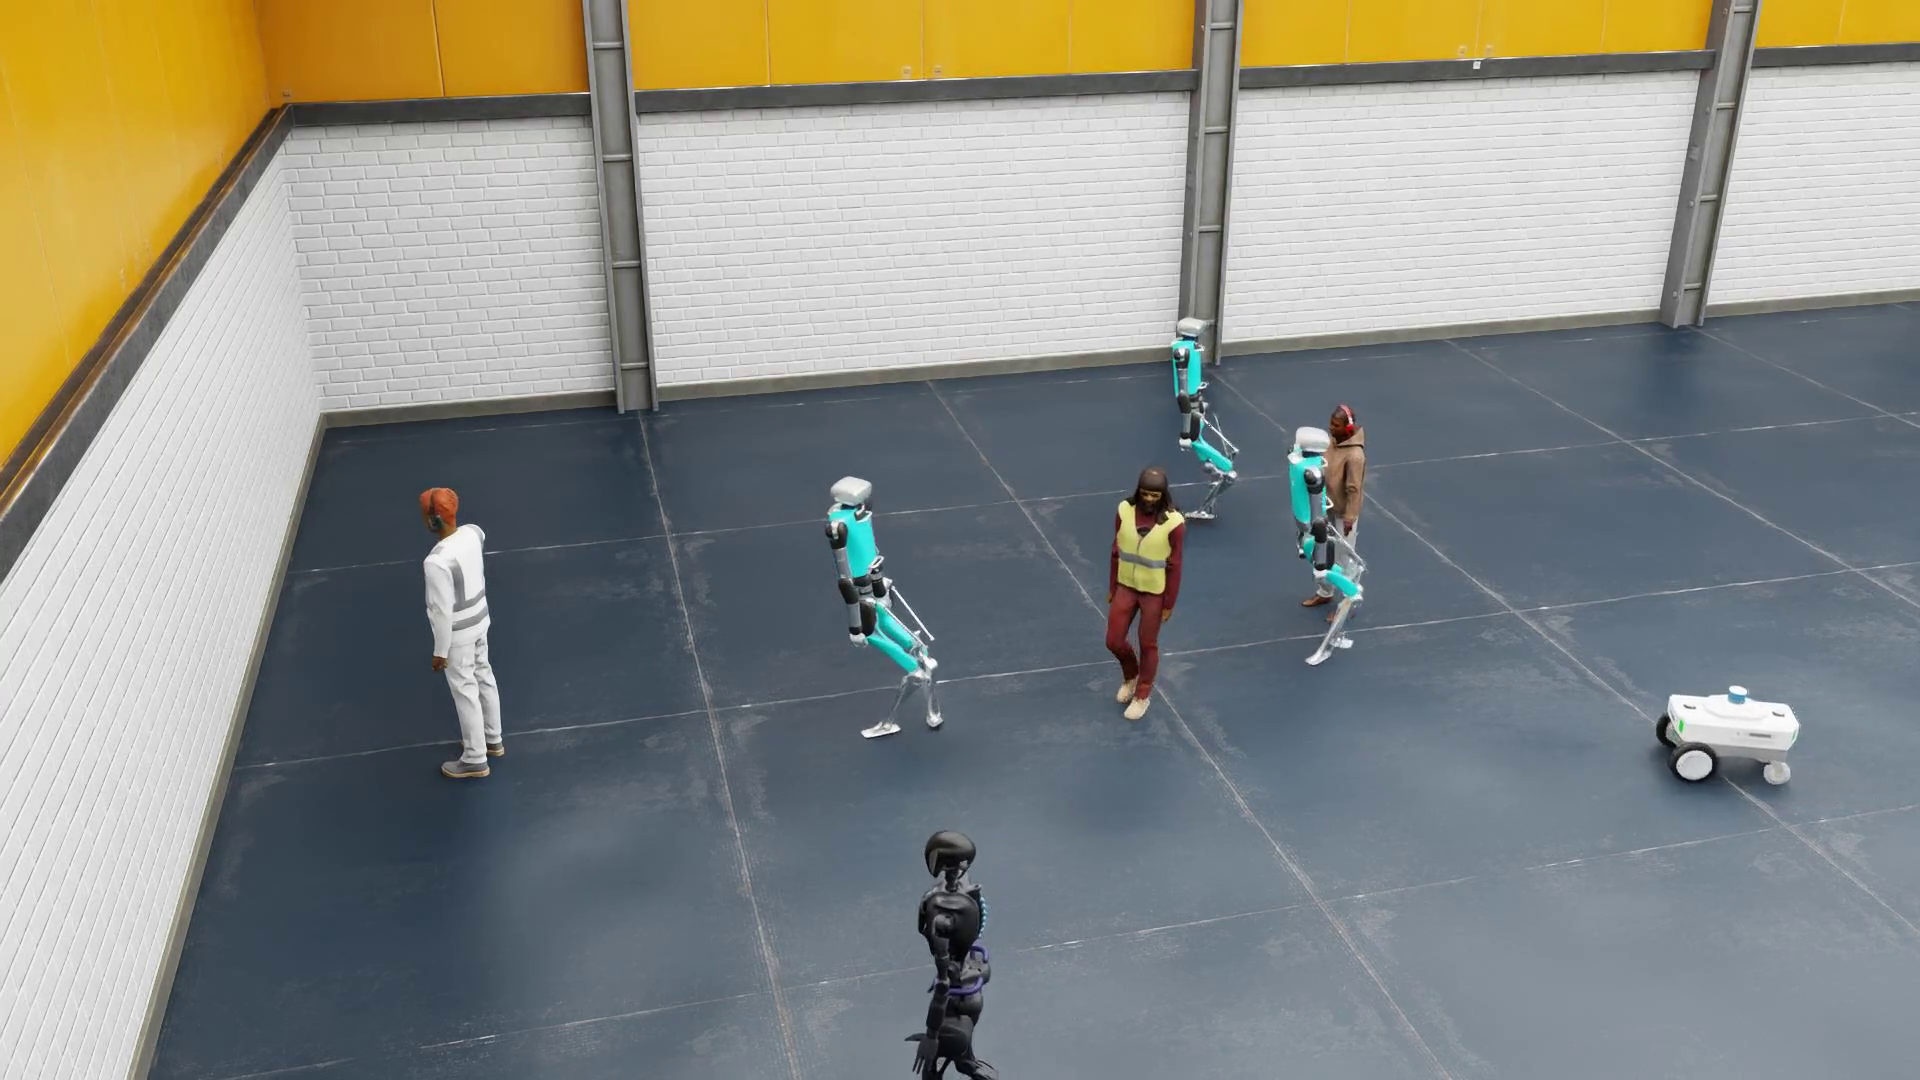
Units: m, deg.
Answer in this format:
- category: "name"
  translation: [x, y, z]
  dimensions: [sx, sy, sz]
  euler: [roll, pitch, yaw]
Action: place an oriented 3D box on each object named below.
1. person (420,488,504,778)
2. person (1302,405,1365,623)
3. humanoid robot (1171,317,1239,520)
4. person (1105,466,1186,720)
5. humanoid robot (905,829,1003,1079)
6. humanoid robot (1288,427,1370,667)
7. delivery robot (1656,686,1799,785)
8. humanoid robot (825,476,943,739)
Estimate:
- category: "person"
  translation: [-3.041, 0.555, 10.098]
  dimensions: [0.356, 1.884, 0.574]
  euler: [4, 24, 9]
- category: "person"
  translation: [2.762, -0.204, 12.118]
  dimensions: [0.309, 1.644, 0.456]
  euler: [-9, 25, -20]
- category: "humanoid robot"
  translation: [2.067, -0.869, 13.651]
  dimensions: [0.736, 1.902, 0.543]
  euler: [7, 25, 15]
- category: "person"
  translation: [1.182, 0.343, 10.732]
  dimensions: [0.482, 1.756, 0.439]
  euler: [12, 26, 25]
- category: "humanoid robot"
  translation: [0.039, 1.983, 7.139]
  dimensions: [0.660, 1.639, 0.597]
  euler: [4, 24, 9]
- category: "humanoid robot"
  translation: [2.605, 0.058, 11.412]
  dimensions: [0.842, 1.779, 0.618]
  euler: [-2, 24, -4]
- category: "delivery robot"
  translation: [4.768, 1.188, 10.298]
  dimensions: [0.769, 0.587, 0.499]
  euler: [4, 24, 10]
- category: "humanoid robot"
  translation: [-0.380, 0.478, 10.458]
  dimensions: [0.870, 1.780, 0.590]
  euler: [7, 25, 16]
